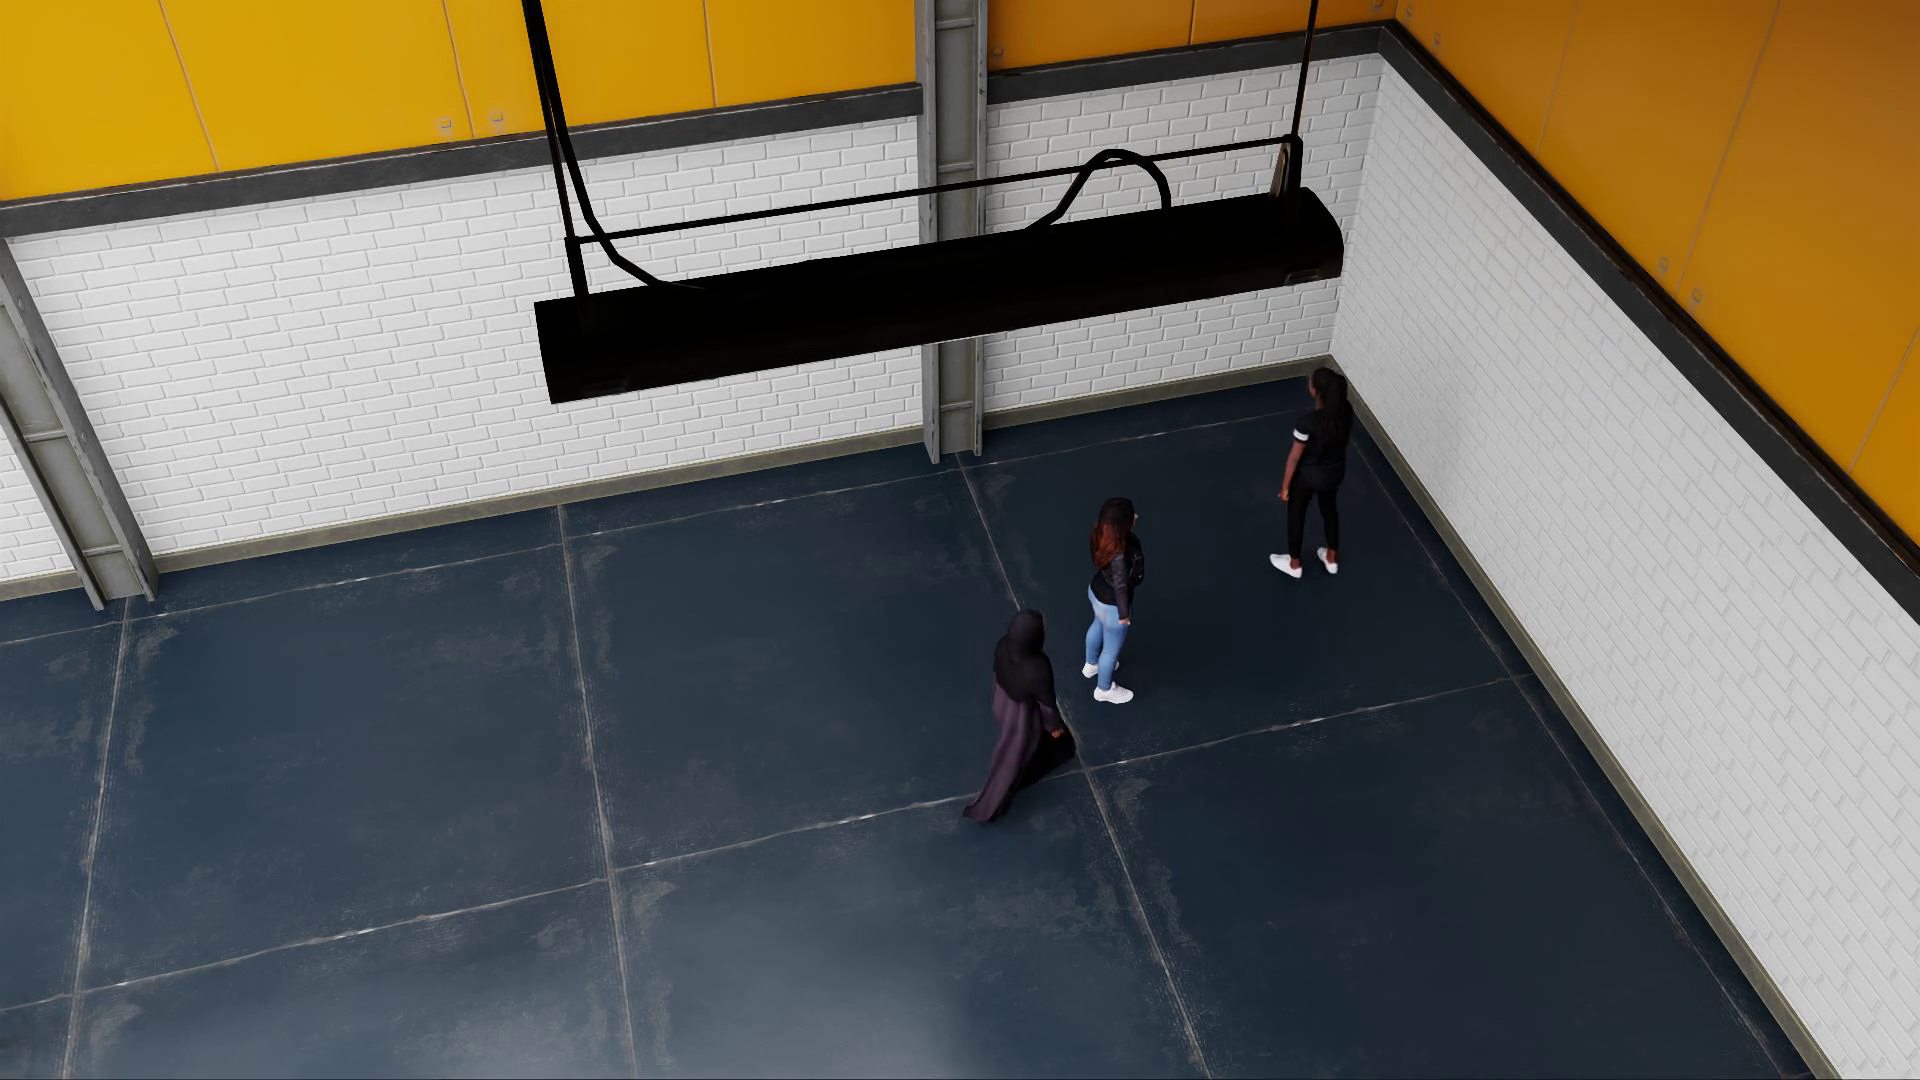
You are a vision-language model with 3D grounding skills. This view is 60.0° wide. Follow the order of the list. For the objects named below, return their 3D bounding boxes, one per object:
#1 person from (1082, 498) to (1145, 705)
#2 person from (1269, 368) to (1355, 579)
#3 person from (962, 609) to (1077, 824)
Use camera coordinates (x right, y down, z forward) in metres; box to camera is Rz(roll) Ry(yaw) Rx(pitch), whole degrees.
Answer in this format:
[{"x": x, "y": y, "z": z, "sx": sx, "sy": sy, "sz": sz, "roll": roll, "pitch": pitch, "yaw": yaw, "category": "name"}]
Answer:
[{"x": 0.959, "y": 0.357, "z": 10.502, "sx": 0.552, "sy": 1.634, "sz": 0.639, "roll": -9, "pitch": 44, "yaw": -9, "category": "person"}, {"x": 2.428, "y": -0.444, "z": 11.270, "sx": 0.641, "sy": 1.735, "sz": 0.796, "roll": -20, "pitch": 47, "yaw": -20, "category": "person"}, {"x": 0.308, "y": 1.036, "z": 9.807, "sx": 1.197, "sy": 1.609, "sz": 0.864, "roll": -24, "pitch": 49, "yaw": -24, "category": "person"}]
